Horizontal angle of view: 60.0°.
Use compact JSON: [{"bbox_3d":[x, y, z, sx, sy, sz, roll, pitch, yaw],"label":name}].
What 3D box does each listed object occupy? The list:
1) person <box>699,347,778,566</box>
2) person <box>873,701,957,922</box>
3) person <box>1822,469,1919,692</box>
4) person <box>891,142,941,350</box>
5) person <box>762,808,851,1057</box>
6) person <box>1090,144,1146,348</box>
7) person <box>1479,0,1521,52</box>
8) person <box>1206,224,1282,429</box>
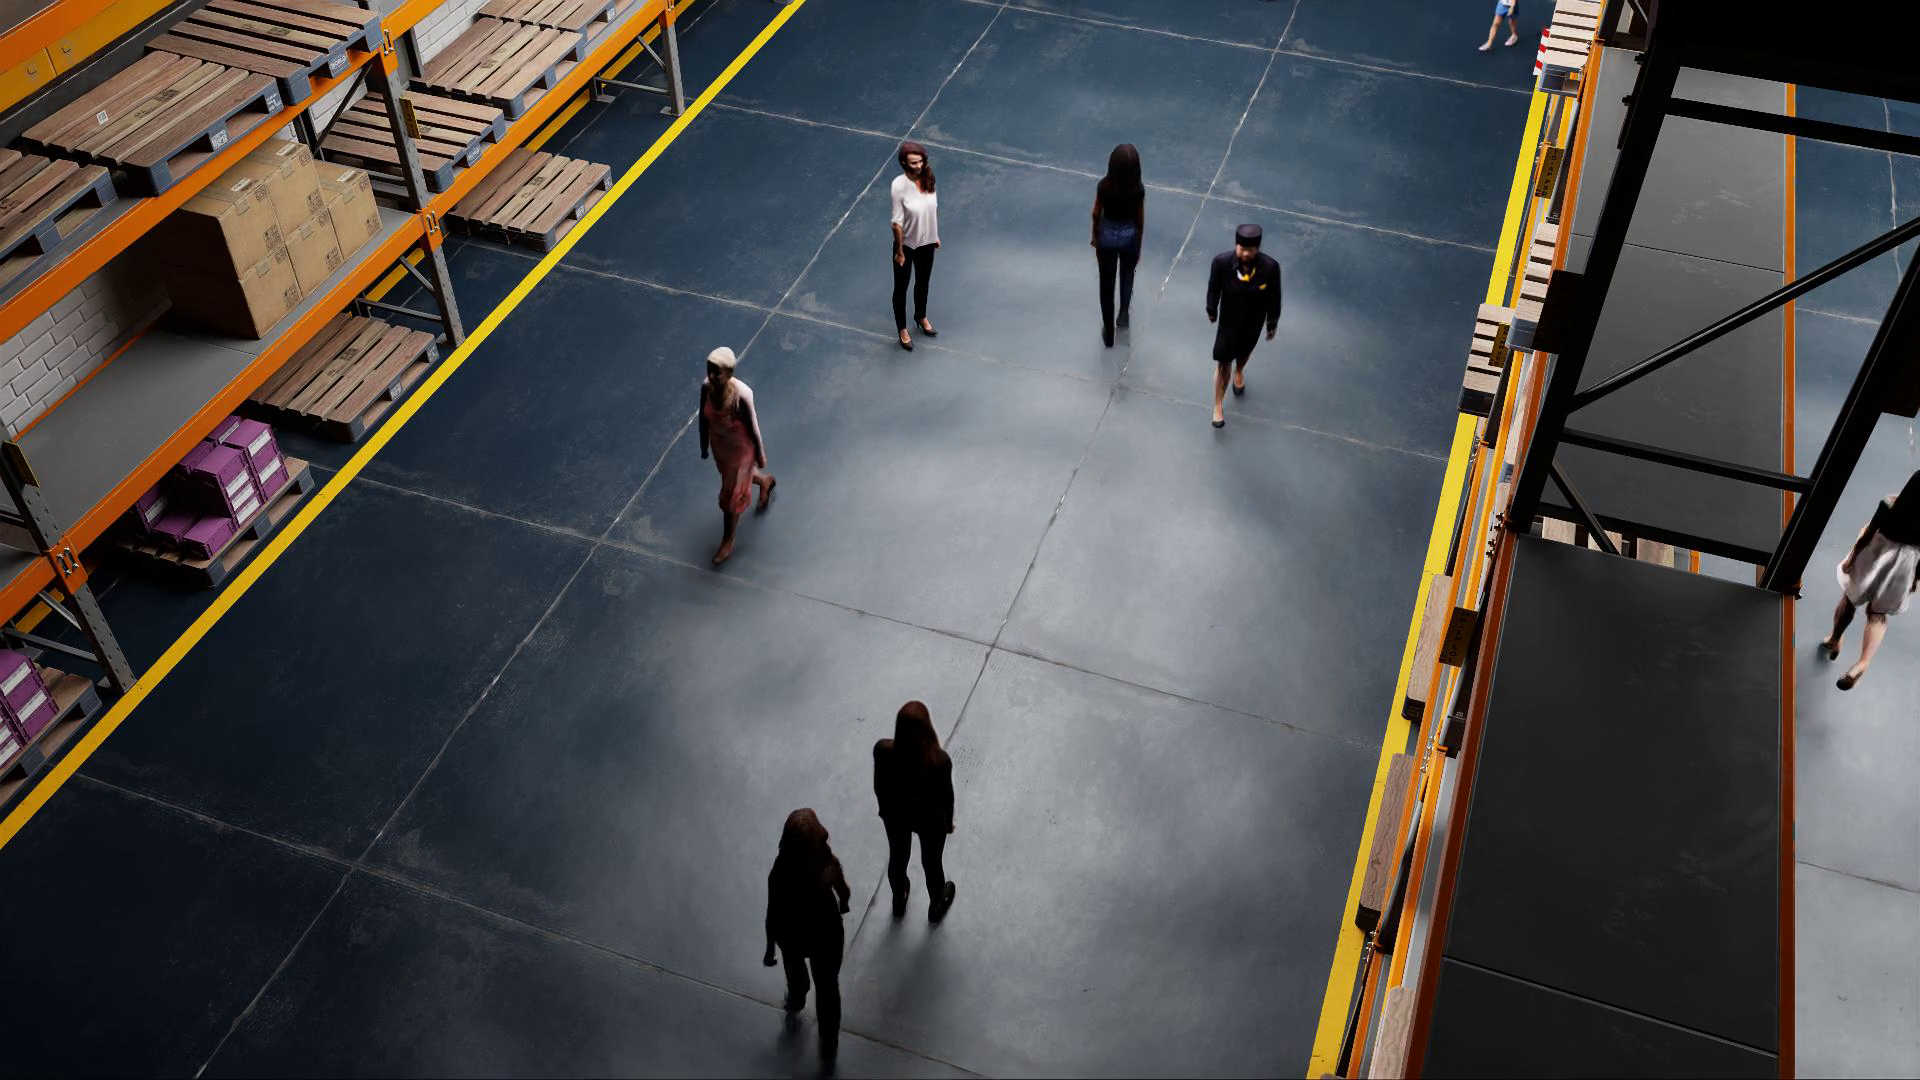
[{"bbox_3d":[-1.527,-0.686,11.532,0.737,1.653,1.124,23,48,22],"label":"person"},{"bbox_3d":[-0.255,1.513,9.180,0.610,1.712,0.549,10,45,10],"label":"person"},{"bbox_3d":[5.809,0.260,10.465,0.627,1.754,0.983,15,46,15],"label":"person"},{"bbox_3d":[-0.372,-2.344,13.169,0.615,1.795,0.745,-32,52,-29],"label":"person"},{"bbox_3d":[-0.761,2.097,8.561,0.865,1.720,0.939,-9,44,-9],"label":"person"},{"bbox_3d":[1.243,-2.274,13.149,0.670,1.722,0.763,1,44,1],"label":"person"},{"bbox_3d":[5.682,-5.524,17.083,0.778,1.001,0.654,-25,49,-24],"label":"person"},{"bbox_3d":[2.152,-1.707,12.619,0.830,1.632,1.105,6,44,7],"label":"person"}]
